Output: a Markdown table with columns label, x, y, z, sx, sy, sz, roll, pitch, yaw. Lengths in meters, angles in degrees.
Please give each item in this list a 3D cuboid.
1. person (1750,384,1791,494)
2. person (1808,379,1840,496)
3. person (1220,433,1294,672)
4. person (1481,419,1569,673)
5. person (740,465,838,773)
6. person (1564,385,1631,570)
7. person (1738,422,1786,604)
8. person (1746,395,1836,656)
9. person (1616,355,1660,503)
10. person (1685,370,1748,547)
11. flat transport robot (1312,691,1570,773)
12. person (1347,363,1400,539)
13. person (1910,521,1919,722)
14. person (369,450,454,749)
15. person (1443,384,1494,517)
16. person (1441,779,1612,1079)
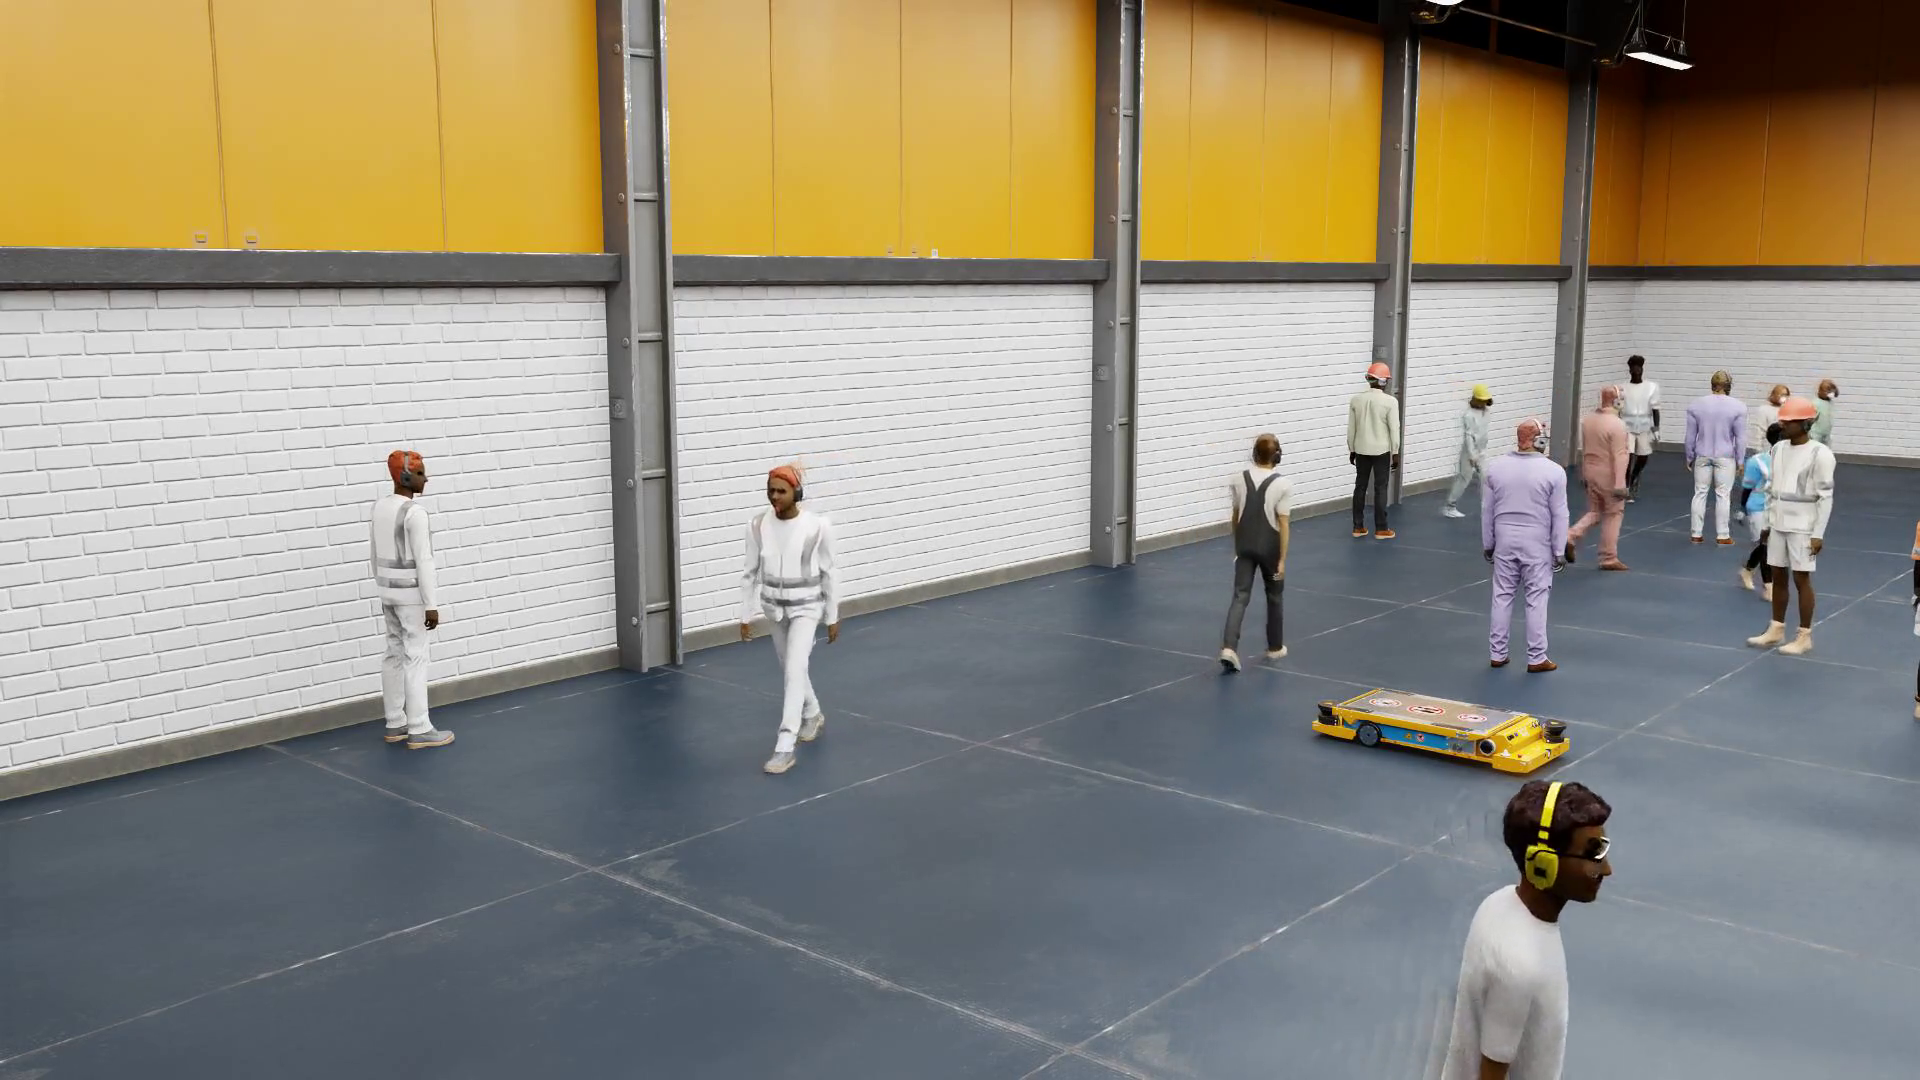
| label | x | y | z | sx | sy | sz | roll | pitch | yaw |
| --- | --- | --- | --- | --- | --- | --- | --- | --- | --- |
| person | 10.347 | -1.192 | 21.195 | 0.508 | 1.612 | 0.743 | 1 | 9 | 5 |
| person | 11.461 | -1.353 | 22.218 | 0.516 | 1.597 | 0.503 | -4 | 10 | -23 |
| person | 2.250 | 0.088 | 12.575 | 0.514 | 1.809 | 0.955 | 5 | 10 | 29 |
| person | 4.264 | 0.040 | 12.535 | 0.652 | 1.904 | 0.402 | 8 | 12 | 40 |
| person | -1.037 | 0.433 | 10.308 | 0.591 | 1.839 | 0.983 | 3 | 10 | 19 |
| person | 6.441 | -0.618 | 16.720 | 0.637 | 1.888 | 0.660 | -2 | 9 | -11 |
| person | 7.444 | -0.286 | 15.357 | 0.537 | 1.654 | 0.862 | -1 | 9 | -8 |
| person | 6.521 | -0.114 | 13.066 | 0.390 | 2.041 | 0.615 | -3 | 9 | -16 |
| person | 8.887 | -1.478 | 21.934 | 0.614 | 1.946 | 0.712 | 2 | 9 | 11 |
| person | 8.289 | -0.888 | 18.258 | 0.635 | 1.935 | 0.349 | 8 | 12 | 40 |
| flat transport robot | 3.022 | 1.178 | 10.503 | 1.431 | 0.197 | 0.652 | 8 | 12 | 40 |
| person | 4.699 | -1.012 | 18.865 | 0.623 | 1.990 | 0.390 | 8 | 12 | 40 |
| person | 6.576 | 0.387 | 10.991 | 0.540 | 1.698 | 0.317 | 8 | 12 | 40 |
| person | -3.493 | 0.372 | 10.518 | 0.585 | 1.881 | 0.337 | 8 | 12 | 40 |
| person | 6.213 | -1.065 | 20.158 | 0.499 | 1.686 | 0.753 | -4 | 10 | -24 |
| person | 1.194 | 1.440 | 3.965 | 0.779 | 1.845 | 0.519 | 3 | 10 | 20 |
